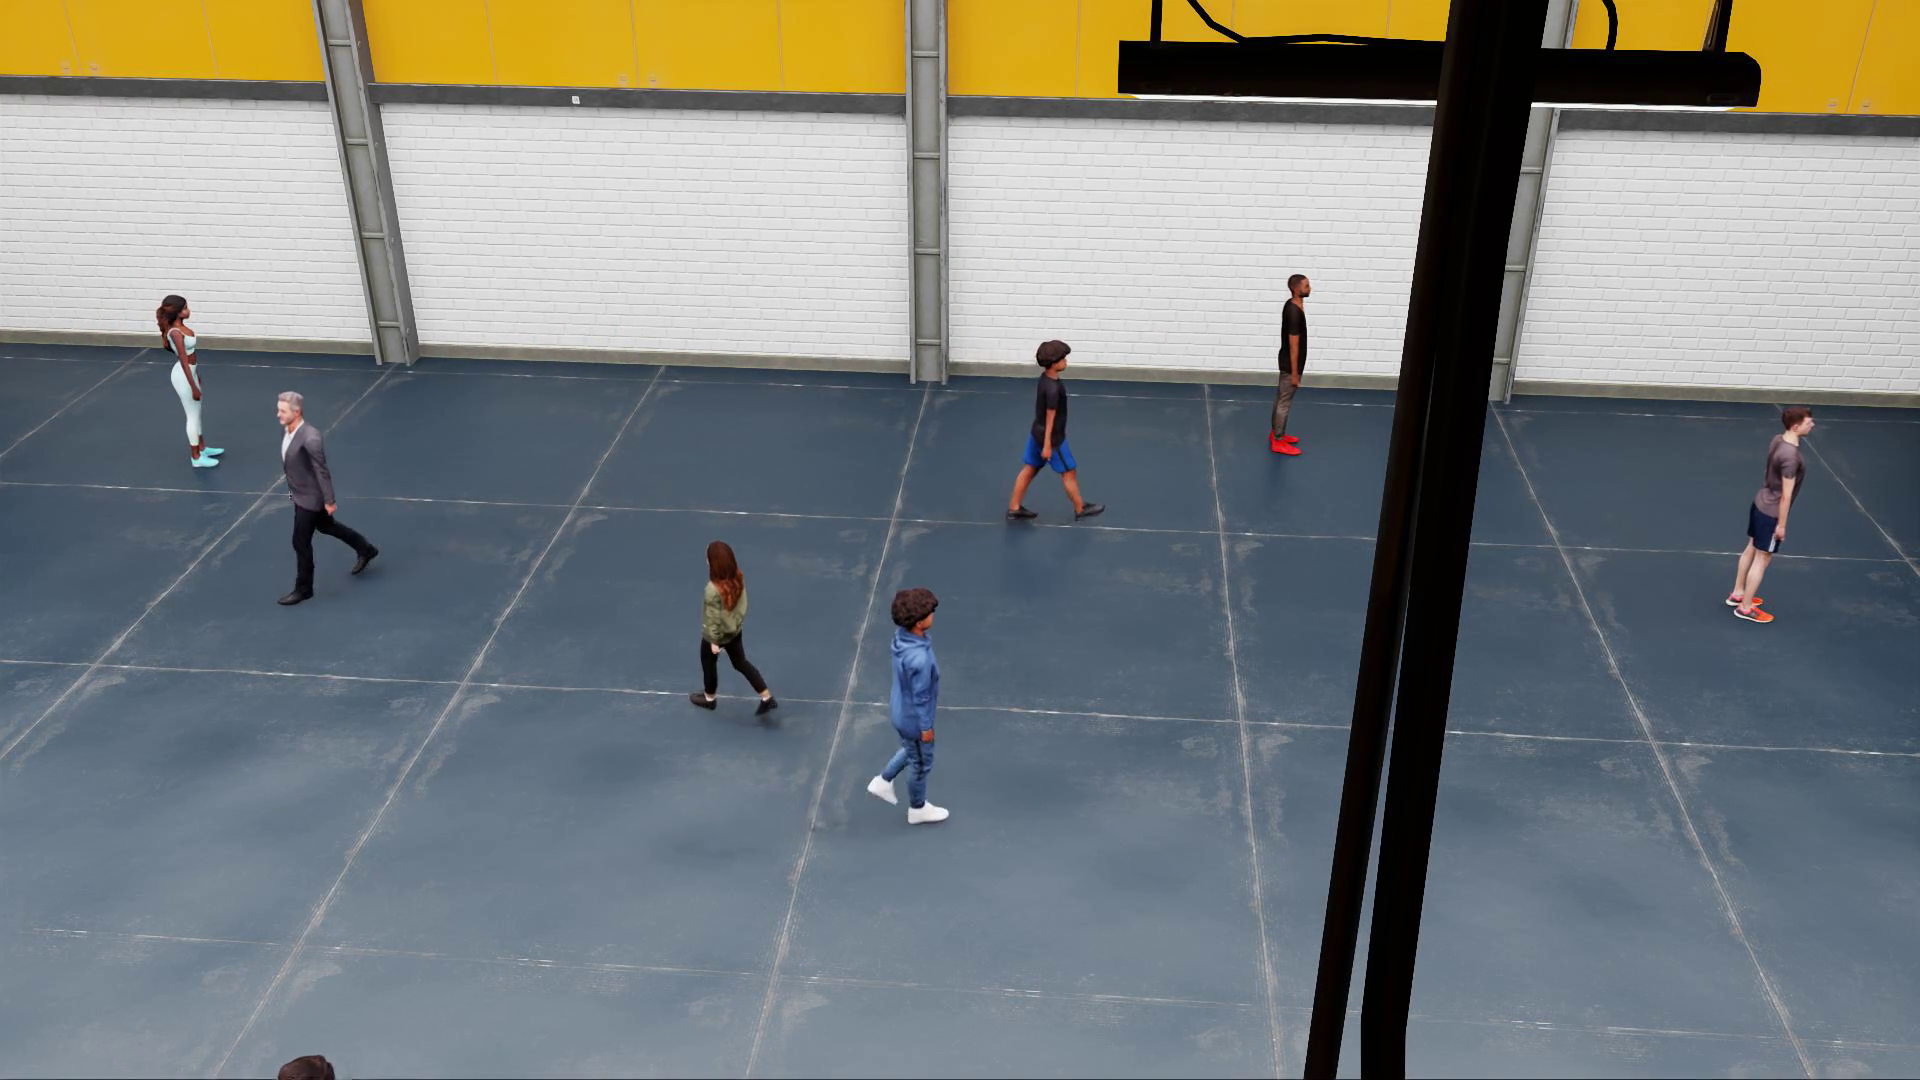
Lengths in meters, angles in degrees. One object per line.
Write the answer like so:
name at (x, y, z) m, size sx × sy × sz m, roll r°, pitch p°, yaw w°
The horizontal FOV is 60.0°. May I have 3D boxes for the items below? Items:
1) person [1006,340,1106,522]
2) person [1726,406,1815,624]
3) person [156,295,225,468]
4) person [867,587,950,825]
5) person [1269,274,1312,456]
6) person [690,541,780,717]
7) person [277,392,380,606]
person at (0.707, -0.919, 14.834) m, size 1.194 × 1.751 × 0.809 m, roll -4°, pitch 29°, yaw -7°
person at (6.562, -0.234, 13.471) m, size 0.574 × 1.853 × 0.664 m, roll 5°, pitch 29°, yaw 9°
person at (-7.432, -1.537, 15.993) m, size 0.656 × 1.724 × 0.644 m, roll -10°, pitch 30°, yaw -18°
person at (-0.378, 1.137, 11.018) m, size 0.861 × 1.796 × 0.782 m, roll -5°, pitch 29°, yaw -10°
person at (3.227, -1.738, 16.278) m, size 0.514 × 1.805 × 0.640 m, roll 3°, pitch 29°, yaw 6°
person at (-1.668, 0.689, 12.199) m, size 1.075 × 1.450 × 0.844 m, roll 15°, pitch 32°, yaw 25°
person at (-5.329, -0.400, 13.830) m, size 1.273 × 1.800 × 1.231 m, roll -23°, pitch 36°, yaw -36°
